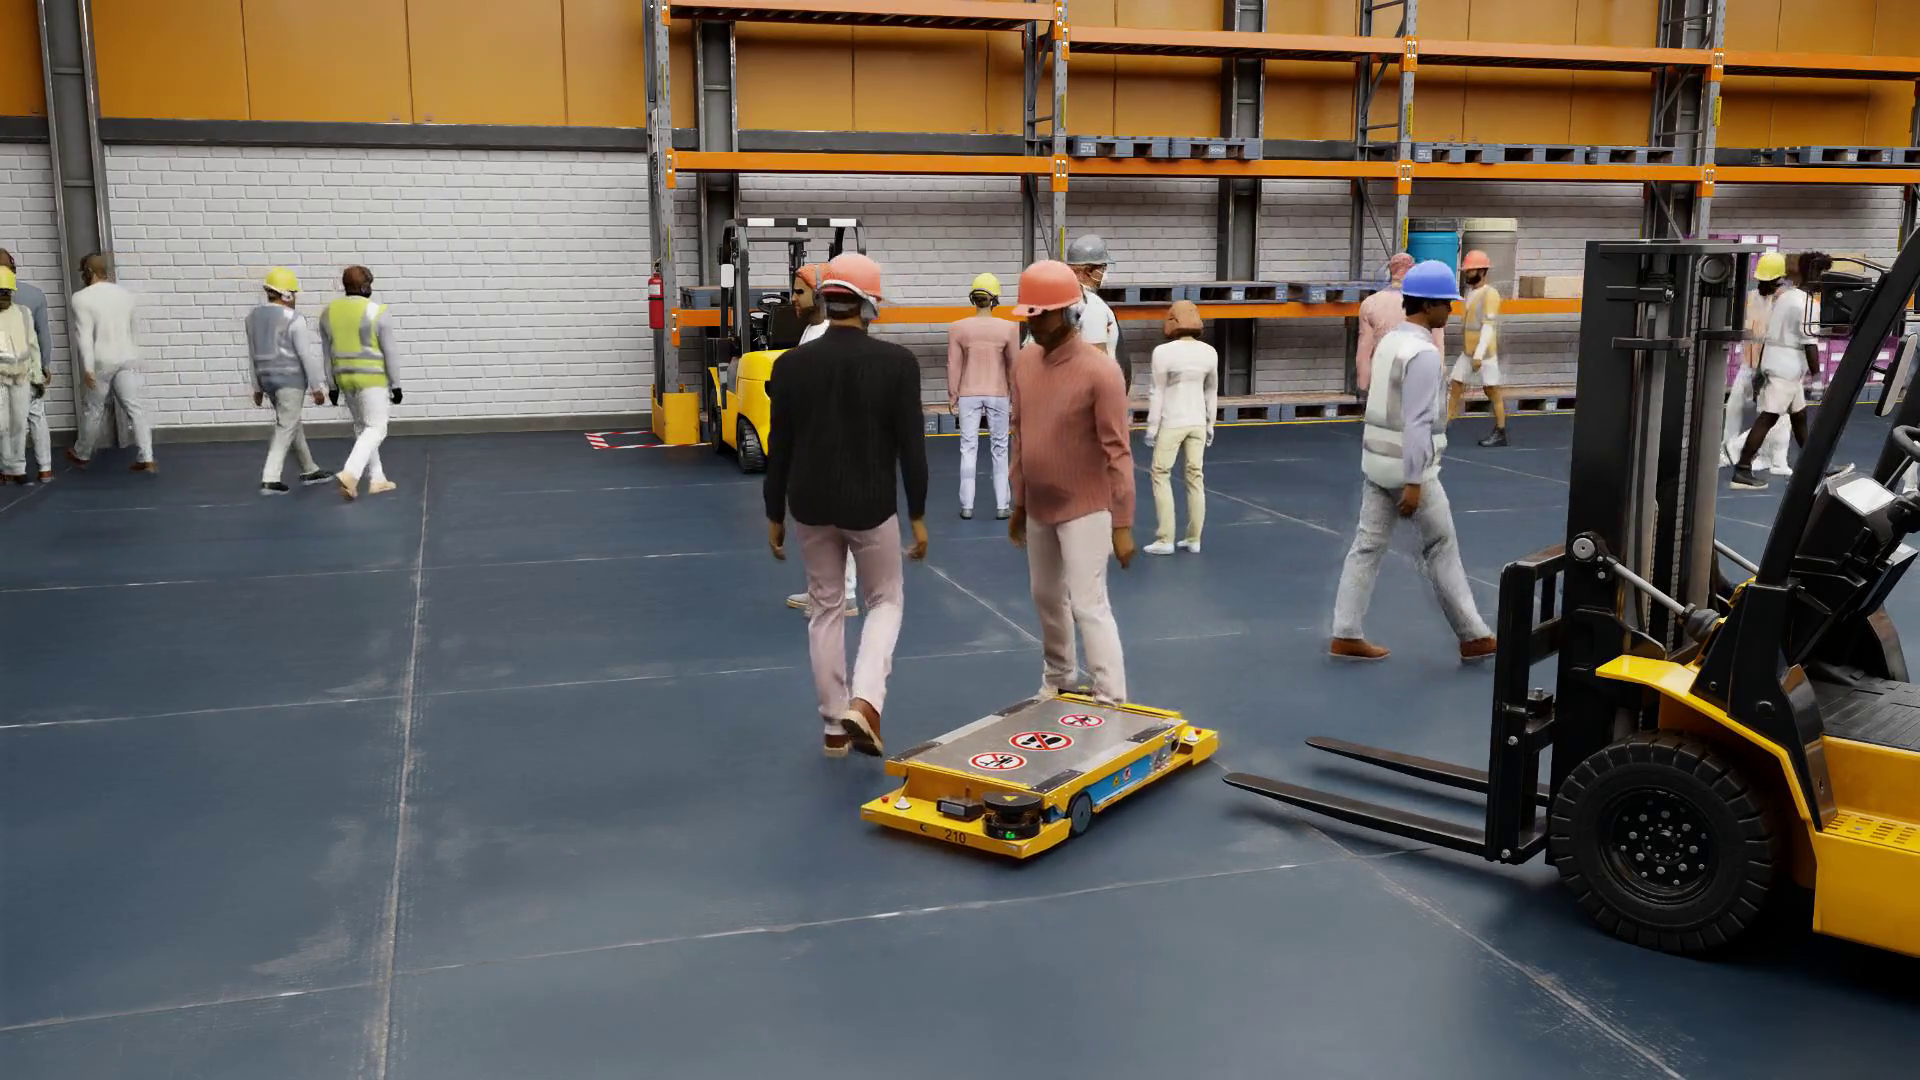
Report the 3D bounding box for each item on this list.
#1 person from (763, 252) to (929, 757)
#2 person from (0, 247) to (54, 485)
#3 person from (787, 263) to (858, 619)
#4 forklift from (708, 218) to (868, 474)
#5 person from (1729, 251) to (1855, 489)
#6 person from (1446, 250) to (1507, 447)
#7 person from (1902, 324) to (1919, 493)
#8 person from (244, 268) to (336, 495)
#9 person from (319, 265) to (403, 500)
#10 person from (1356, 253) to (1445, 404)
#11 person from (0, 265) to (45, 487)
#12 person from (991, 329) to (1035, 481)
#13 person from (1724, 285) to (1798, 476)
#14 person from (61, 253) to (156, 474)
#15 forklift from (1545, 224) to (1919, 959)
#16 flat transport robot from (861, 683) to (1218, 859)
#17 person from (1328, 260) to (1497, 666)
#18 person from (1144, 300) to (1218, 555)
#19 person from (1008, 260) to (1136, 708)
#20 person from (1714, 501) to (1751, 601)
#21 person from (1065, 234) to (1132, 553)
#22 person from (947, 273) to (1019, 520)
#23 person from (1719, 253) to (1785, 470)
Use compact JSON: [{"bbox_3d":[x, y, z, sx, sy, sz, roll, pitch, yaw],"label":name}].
[{"bbox_3d":[-0.447,-0.114,6.416,0.659,1.966,0.645,1,10,8],"label":"person"},{"bbox_3d":[-7.773,-1.414,13.611,0.629,1.937,0.379,-8,13,-37],"label":"person"},{"bbox_3d":[-0.728,-0.520,8.853,0.337,1.882,0.585,-4,11,-21],"label":"person"},{"bbox_3d":[-1.522,-1.778,14.899,1.214,2.155,2.313,-3,11,-17],"label":"forklift"},{"bbox_3d":[6.703,-1.337,13.266,1.023,1.902,0.630,1,10,7],"label":"person"},{"bbox_3d":[4.882,-1.810,15.916,0.975,1.882,0.569,-3,11,-14],"label":"person"},{"bbox_3d":[7.553,-1.124,12.850,0.278,1.633,0.507,-7,12,-33],"label":"person"},{"bbox_3d":[-5.352,-1.267,13.242,0.606,1.781,0.906,6,12,28],"label":"person"},{"bbox_3d":[-4.659,-1.216,12.893,0.634,1.818,0.821,4,11,19],"label":"person"},{"bbox_3d":[3.286,-1.186,12.463,0.639,1.902,0.406,2,11,10],"label":"person"},{"bbox_3d":[-7.718,-1.310,13.420,0.454,1.801,0.594,6,12,31],"label":"person"},{"bbox_3d":[0.708,-1.289,13.848,0.858,1.600,0.524,-2,11,-10],"label":"person"},{"bbox_3d":[6.846,-1.339,14.040,0.546,1.621,0.517,4,11,22],"label":"person"},{"bbox_3d":[-7.339,-1.506,14.261,1.053,1.875,0.651,5,11,26],"label":"person"},{"bbox_3d":[2.909,0.117,4.508,2.313,2.155,1.214,9,14,40],"label":"forklift"},{"bbox_3d":[0.330,0.799,6.044,0.652,0.197,1.431,7,12,34],"label":"flat transport robot"},{"bbox_3d":[2.197,-0.341,7.795,0.956,1.900,0.627,-1,10,-6],"label":"person"},{"bbox_3d":[1.407,-0.708,10.606,0.523,1.624,0.305,-6,12,-30],"label":"person"},{"bbox_3d":[0.458,-0.124,6.556,0.561,1.948,0.792,-8,13,-36],"label":"person"},{"bbox_3d":[3.753,-0.488,8.651,0.993,1.887,0.571,-4,11,-22],"label":"person"},{"bbox_3d":[0.840,-0.943,10.741,0.536,2.000,0.674,-4,11,-22],"label":"person"},{"bbox_3d":[0.175,-1.021,11.926,0.534,1.767,0.320,1,10,7],"label":"person"},{"bbox_3d":[6.793,-1.506,14.276,0.763,1.874,0.664,-3,11,-18],"label":"person"}]
